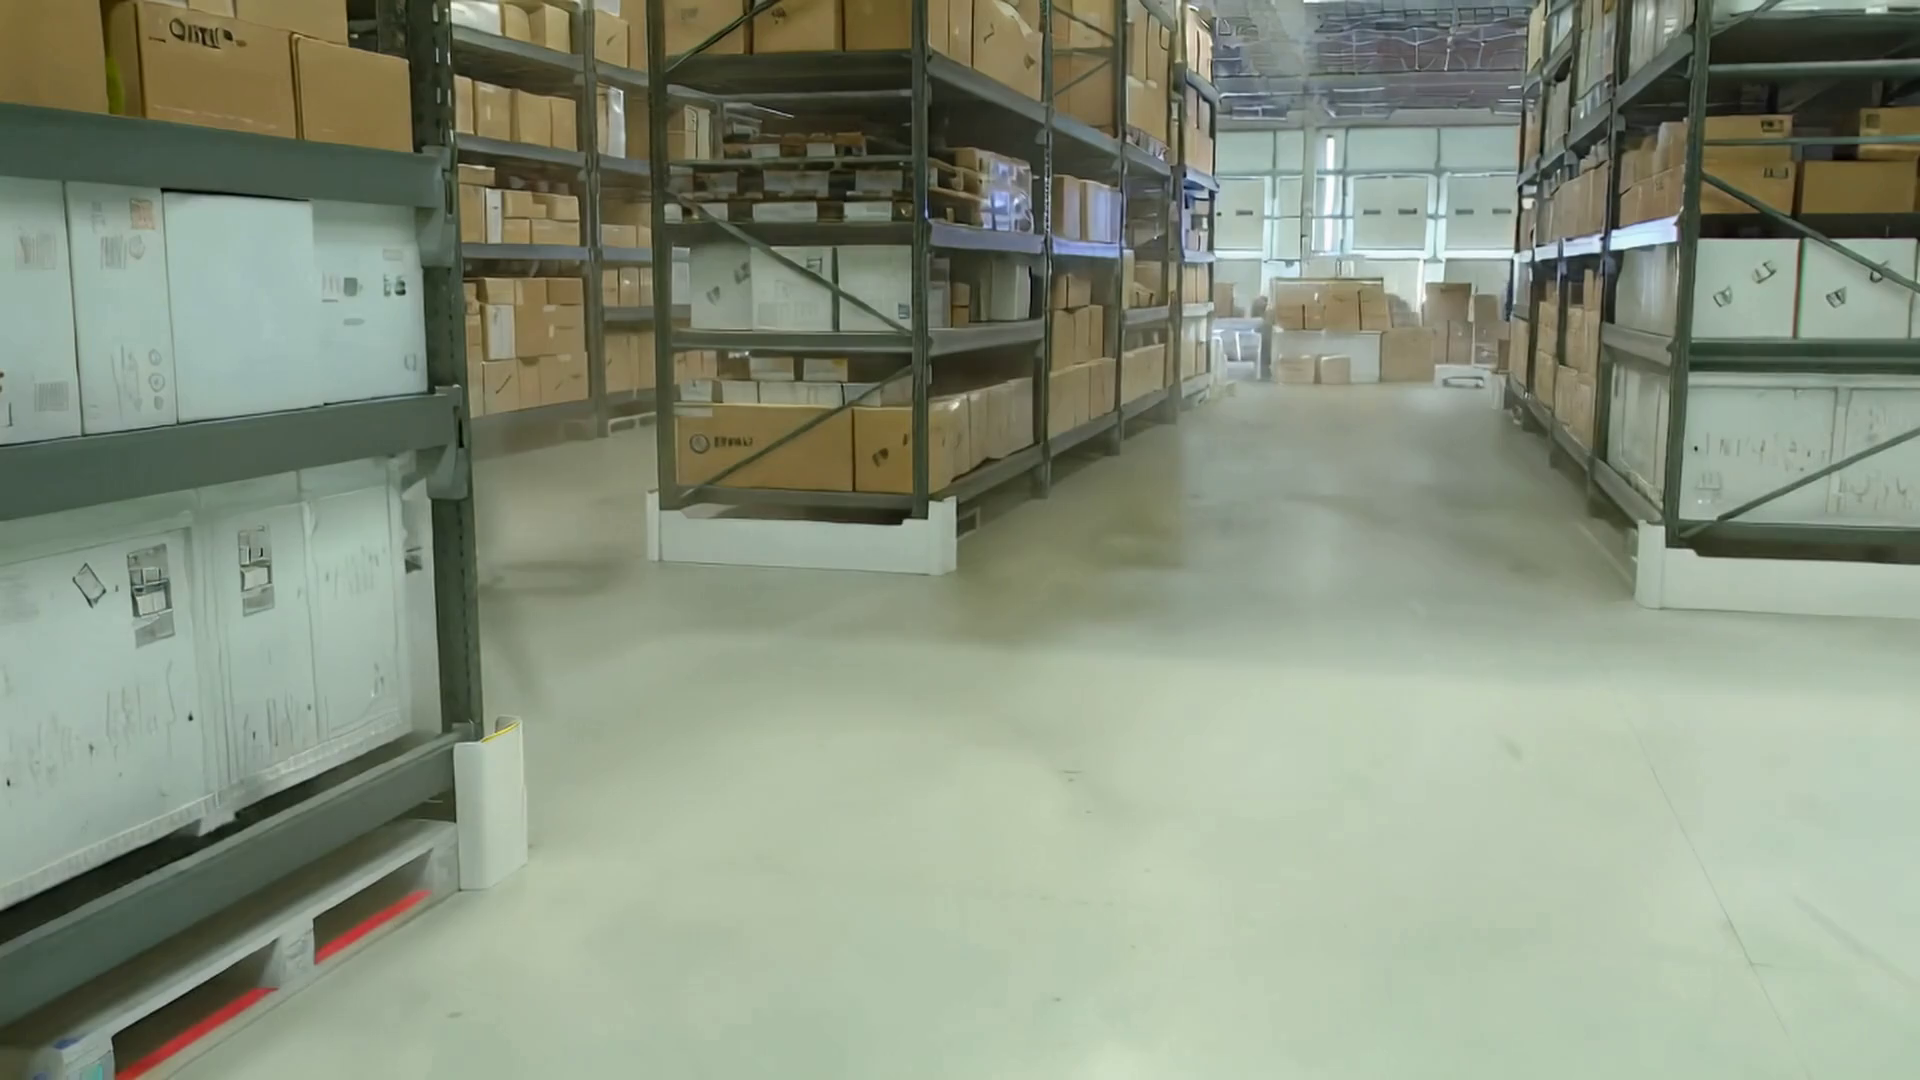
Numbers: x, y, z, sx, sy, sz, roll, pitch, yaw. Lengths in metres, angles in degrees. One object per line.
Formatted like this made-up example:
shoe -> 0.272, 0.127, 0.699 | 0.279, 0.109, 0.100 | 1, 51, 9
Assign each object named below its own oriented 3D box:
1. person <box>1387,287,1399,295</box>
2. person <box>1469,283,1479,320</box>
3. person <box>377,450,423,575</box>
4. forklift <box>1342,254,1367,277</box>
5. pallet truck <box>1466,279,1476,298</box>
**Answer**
person -> 9.553, -4.688, 36.878 | 0.429, 1.840, 0.645 | -1, 9, -5
person -> 13.048, -5.582, 42.362 | 0.990, 1.890, 0.639 | 3, 10, 21
person -> -3.918, -0.700, 11.331 | 0.639, 1.902, 0.406 | 7, 12, 39
forklift -> 13.037, -8.079, 55.101 | 1.873, 2.768, 1.129 | -4, 10, -22
pallet truck -> 18.896, -8.459, 60.307 | 1.885, 1.965, 0.823 | 5, 10, 31
